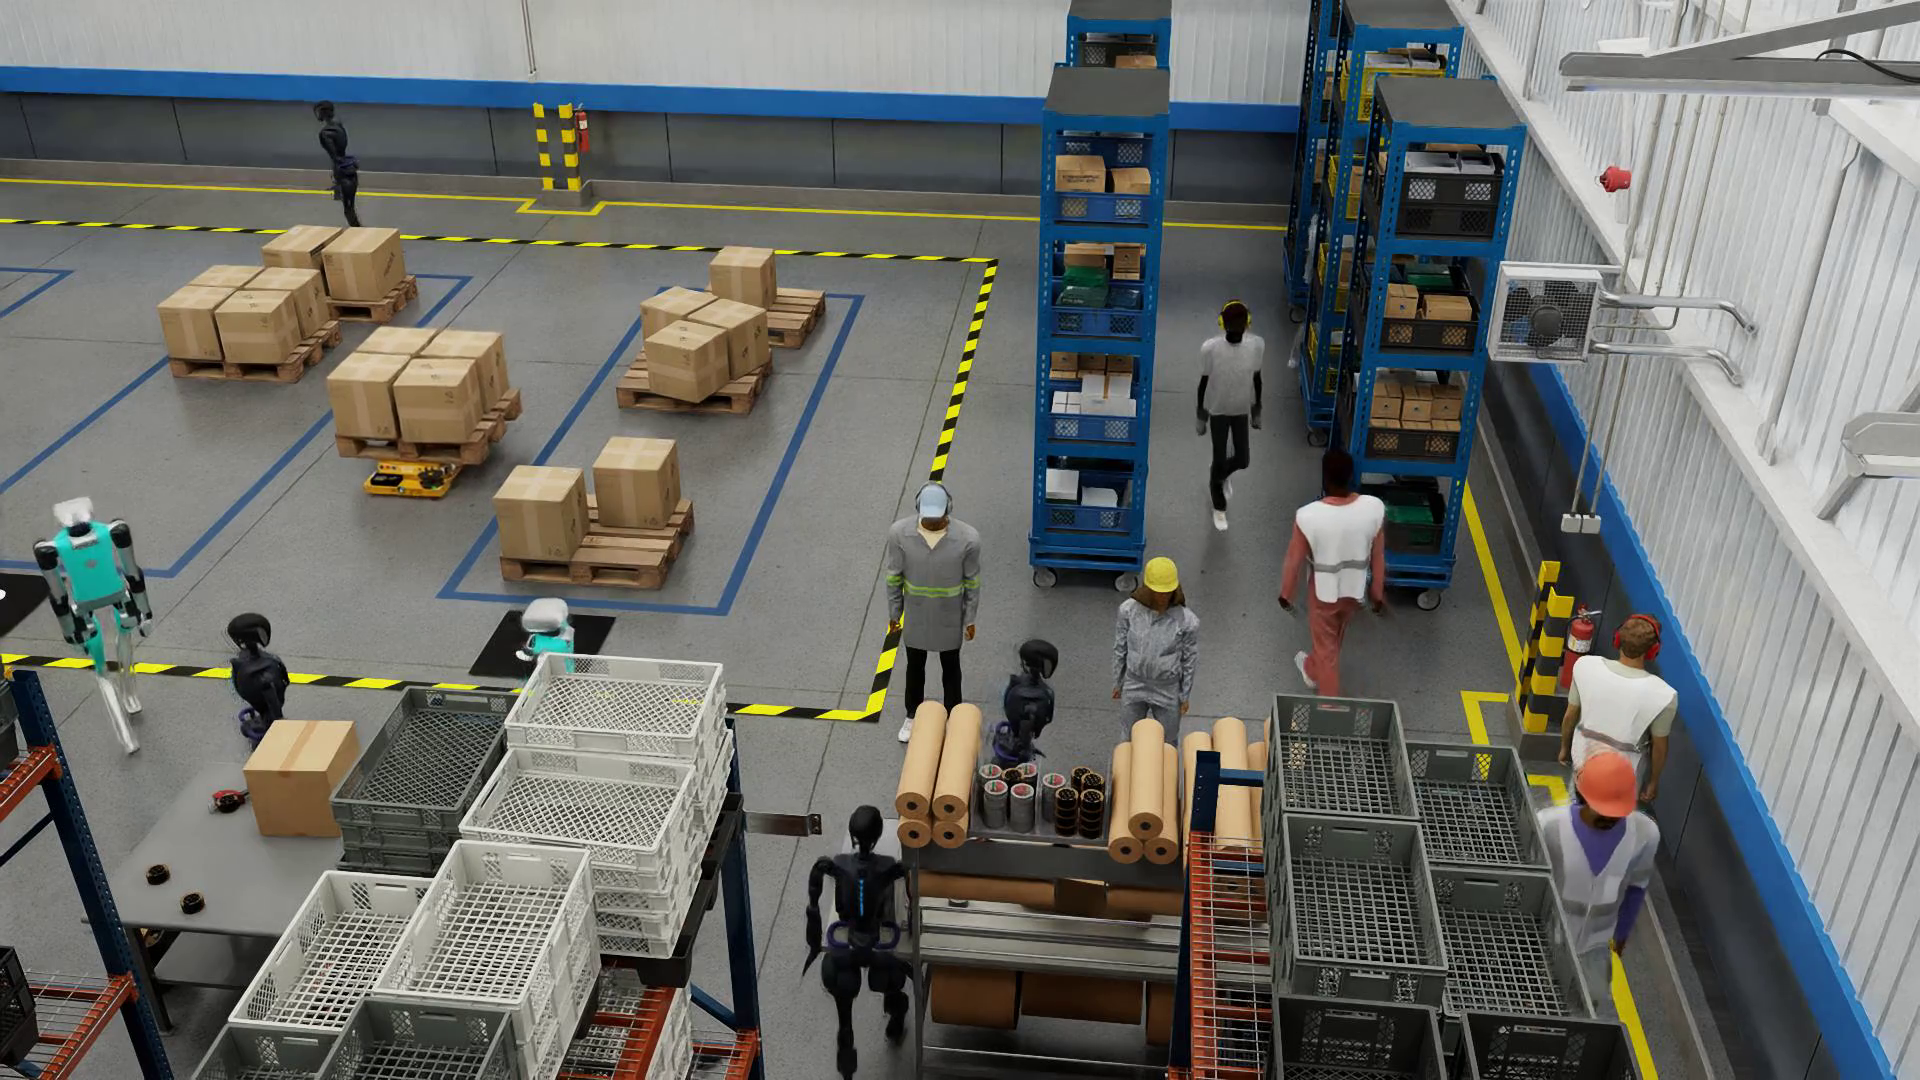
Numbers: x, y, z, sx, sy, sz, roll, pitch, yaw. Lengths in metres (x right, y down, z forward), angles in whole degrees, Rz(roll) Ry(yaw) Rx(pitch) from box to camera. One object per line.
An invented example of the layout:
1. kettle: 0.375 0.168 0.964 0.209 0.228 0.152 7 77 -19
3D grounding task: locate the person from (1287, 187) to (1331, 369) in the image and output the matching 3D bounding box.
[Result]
1. person: 3.256 -2.338 15.133 0.341 1.839 0.663 0 30 1

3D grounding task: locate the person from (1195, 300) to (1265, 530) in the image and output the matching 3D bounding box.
1. person: 2.070 -1.000 12.817 0.538 1.851 0.523 -3 30 -5

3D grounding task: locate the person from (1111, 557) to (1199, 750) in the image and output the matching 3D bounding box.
1. person: 1.121 0.861 9.724 0.490 1.745 0.286 9 31 15

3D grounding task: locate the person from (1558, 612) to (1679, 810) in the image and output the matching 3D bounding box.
1. person: 3.511 1.217 9.019 0.562 1.840 0.390 23 37 34

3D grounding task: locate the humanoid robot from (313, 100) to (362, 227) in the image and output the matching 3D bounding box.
1. humanoid robot: -6.661 -3.940 18.050 0.440 1.640 0.609 -6 31 -11

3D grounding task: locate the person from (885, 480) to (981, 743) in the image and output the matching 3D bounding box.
1. person: -0.169 0.454 10.320 0.589 1.853 0.376 3 30 5

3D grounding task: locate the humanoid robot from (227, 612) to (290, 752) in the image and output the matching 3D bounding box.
1. humanoid robot: -3.905 1.146 9.312 0.576 1.634 0.591 -21 36 -32

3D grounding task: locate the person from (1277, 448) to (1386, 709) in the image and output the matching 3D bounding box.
1. person: 2.327 0.262 10.623 0.616 1.874 0.911 -8 31 -13

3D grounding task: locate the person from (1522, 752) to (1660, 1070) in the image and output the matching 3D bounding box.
1. person: 2.884 1.787 7.862 0.611 2.025 0.639 3 30 5

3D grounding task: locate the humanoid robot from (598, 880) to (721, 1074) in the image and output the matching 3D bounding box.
1. humanoid robot: -1.553 2.027 7.849 0.794 1.623 0.586 -20 36 -31

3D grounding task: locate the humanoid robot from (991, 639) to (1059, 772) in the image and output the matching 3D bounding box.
1. humanoid robot: 0.240 1.232 9.205 0.750 1.612 0.599 2 30 3

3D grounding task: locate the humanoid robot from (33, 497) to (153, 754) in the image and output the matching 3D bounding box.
1. humanoid robot: -5.381 0.462 10.432 0.540 1.768 0.918 -20 36 -30

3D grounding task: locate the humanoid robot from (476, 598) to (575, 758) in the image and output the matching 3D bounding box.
1. humanoid robot: -2.520 1.123 9.349 1.020 1.781 0.538 0 30 0

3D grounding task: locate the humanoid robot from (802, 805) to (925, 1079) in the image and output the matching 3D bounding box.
1. humanoid robot: -0.464 1.949 7.959 0.600 1.622 0.773 0 30 0

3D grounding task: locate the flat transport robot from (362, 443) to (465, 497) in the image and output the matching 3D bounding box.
1. flat transport robot: -4.429 -0.795 14.011 0.652 0.197 1.431 3 30 6

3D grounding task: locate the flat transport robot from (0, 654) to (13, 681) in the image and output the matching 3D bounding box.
1. flat transport robot: -7.142 0.969 11.010 1.431 0.231 0.659 3 30 6
